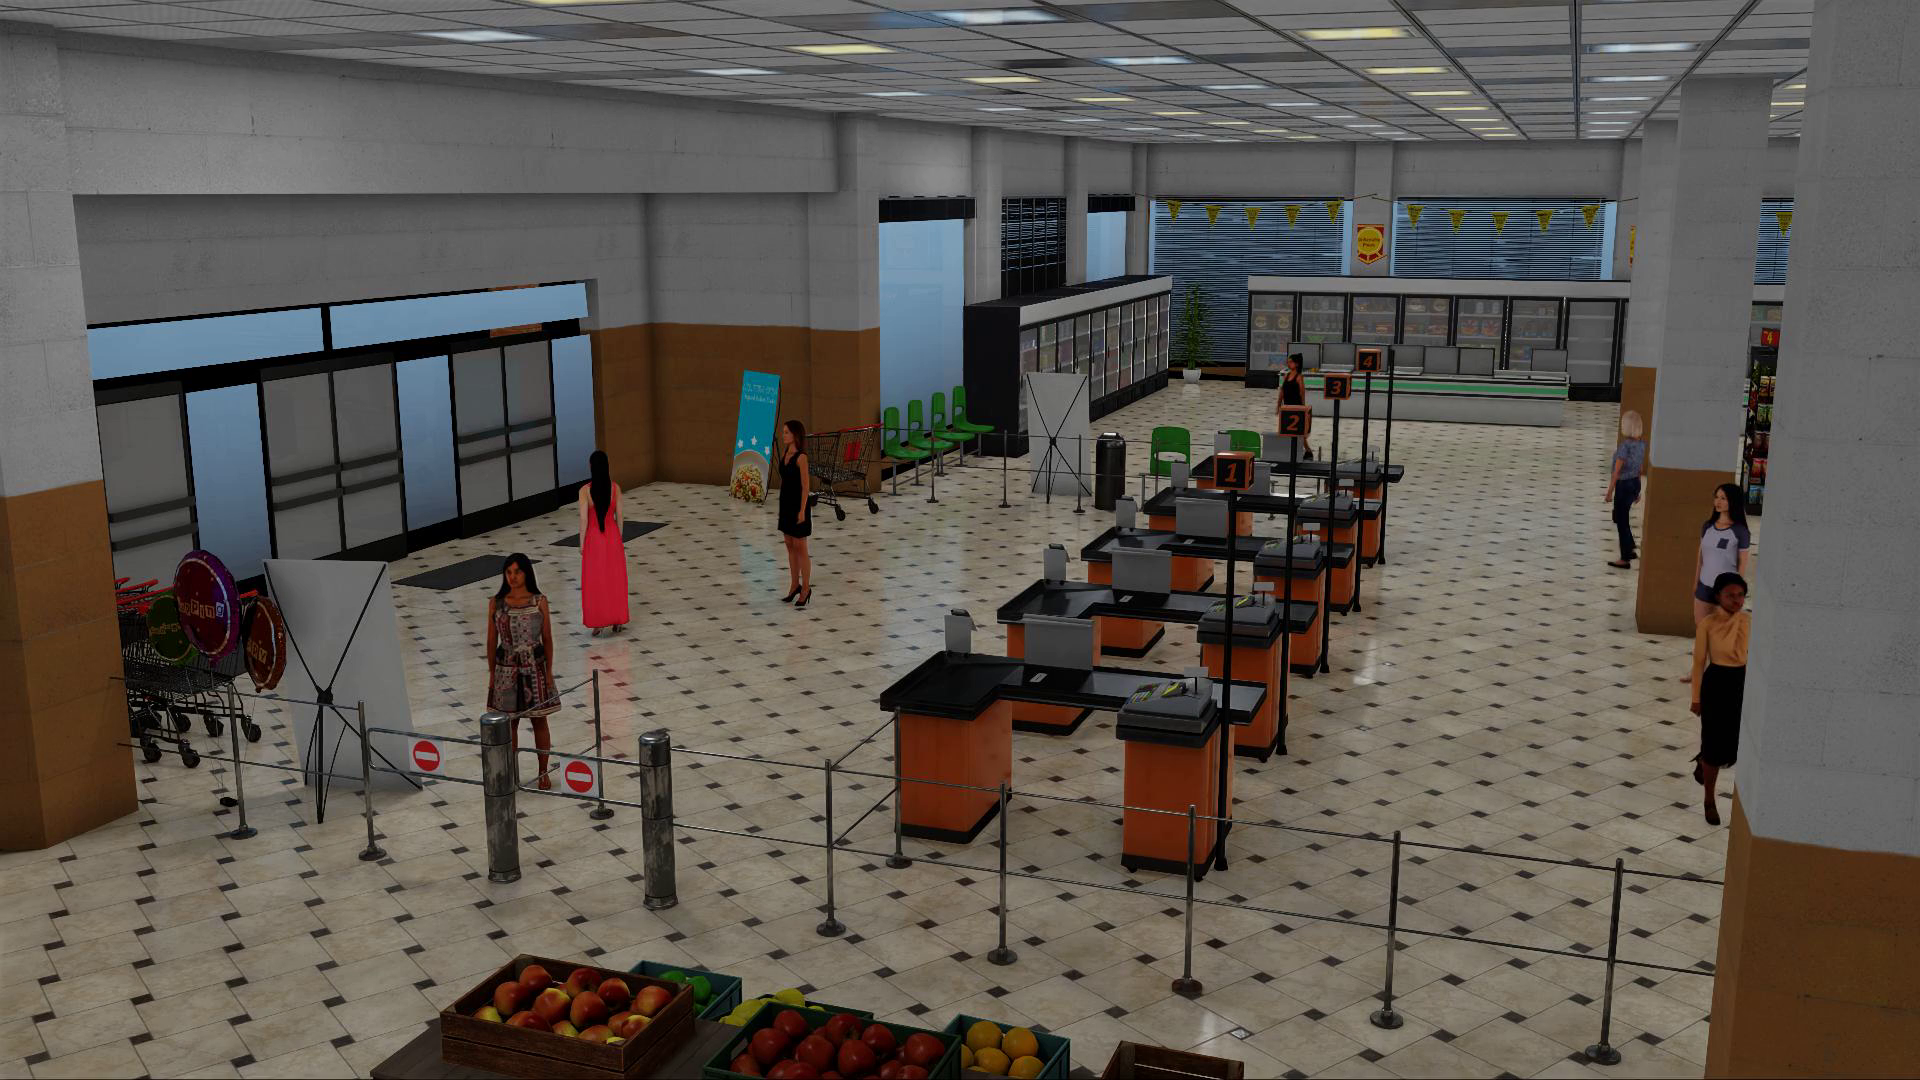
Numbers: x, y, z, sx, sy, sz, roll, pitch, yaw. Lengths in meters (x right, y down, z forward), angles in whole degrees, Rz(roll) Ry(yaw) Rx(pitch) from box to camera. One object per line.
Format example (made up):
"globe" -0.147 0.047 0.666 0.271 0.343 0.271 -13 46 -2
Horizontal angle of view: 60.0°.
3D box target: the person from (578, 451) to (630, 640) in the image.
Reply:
"person" -3.267 0.035 15.189 0.714 1.726 0.747 -8 14 -34

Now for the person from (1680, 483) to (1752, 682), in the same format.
"person" 6.233 0.372 13.638 0.734 1.706 0.667 -6 13 -26

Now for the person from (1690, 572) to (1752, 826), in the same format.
"person" 4.914 1.011 10.767 0.822 1.640 0.814 -1 12 -3

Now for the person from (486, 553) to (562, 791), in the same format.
"person" -2.982 0.889 11.330 0.642 1.645 0.785 -2 12 -8

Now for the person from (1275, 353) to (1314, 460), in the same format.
"person" 5.045 -1.948 24.881 1.129 1.614 1.075 -6 13 -25

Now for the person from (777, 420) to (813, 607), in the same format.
"person" -1.623 -0.265 16.352 0.722 1.835 0.625 -9 15 -36

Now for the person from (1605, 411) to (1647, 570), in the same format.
"person" 7.234 -0.518 17.849 0.660 1.712 0.686 -10 16 -40
